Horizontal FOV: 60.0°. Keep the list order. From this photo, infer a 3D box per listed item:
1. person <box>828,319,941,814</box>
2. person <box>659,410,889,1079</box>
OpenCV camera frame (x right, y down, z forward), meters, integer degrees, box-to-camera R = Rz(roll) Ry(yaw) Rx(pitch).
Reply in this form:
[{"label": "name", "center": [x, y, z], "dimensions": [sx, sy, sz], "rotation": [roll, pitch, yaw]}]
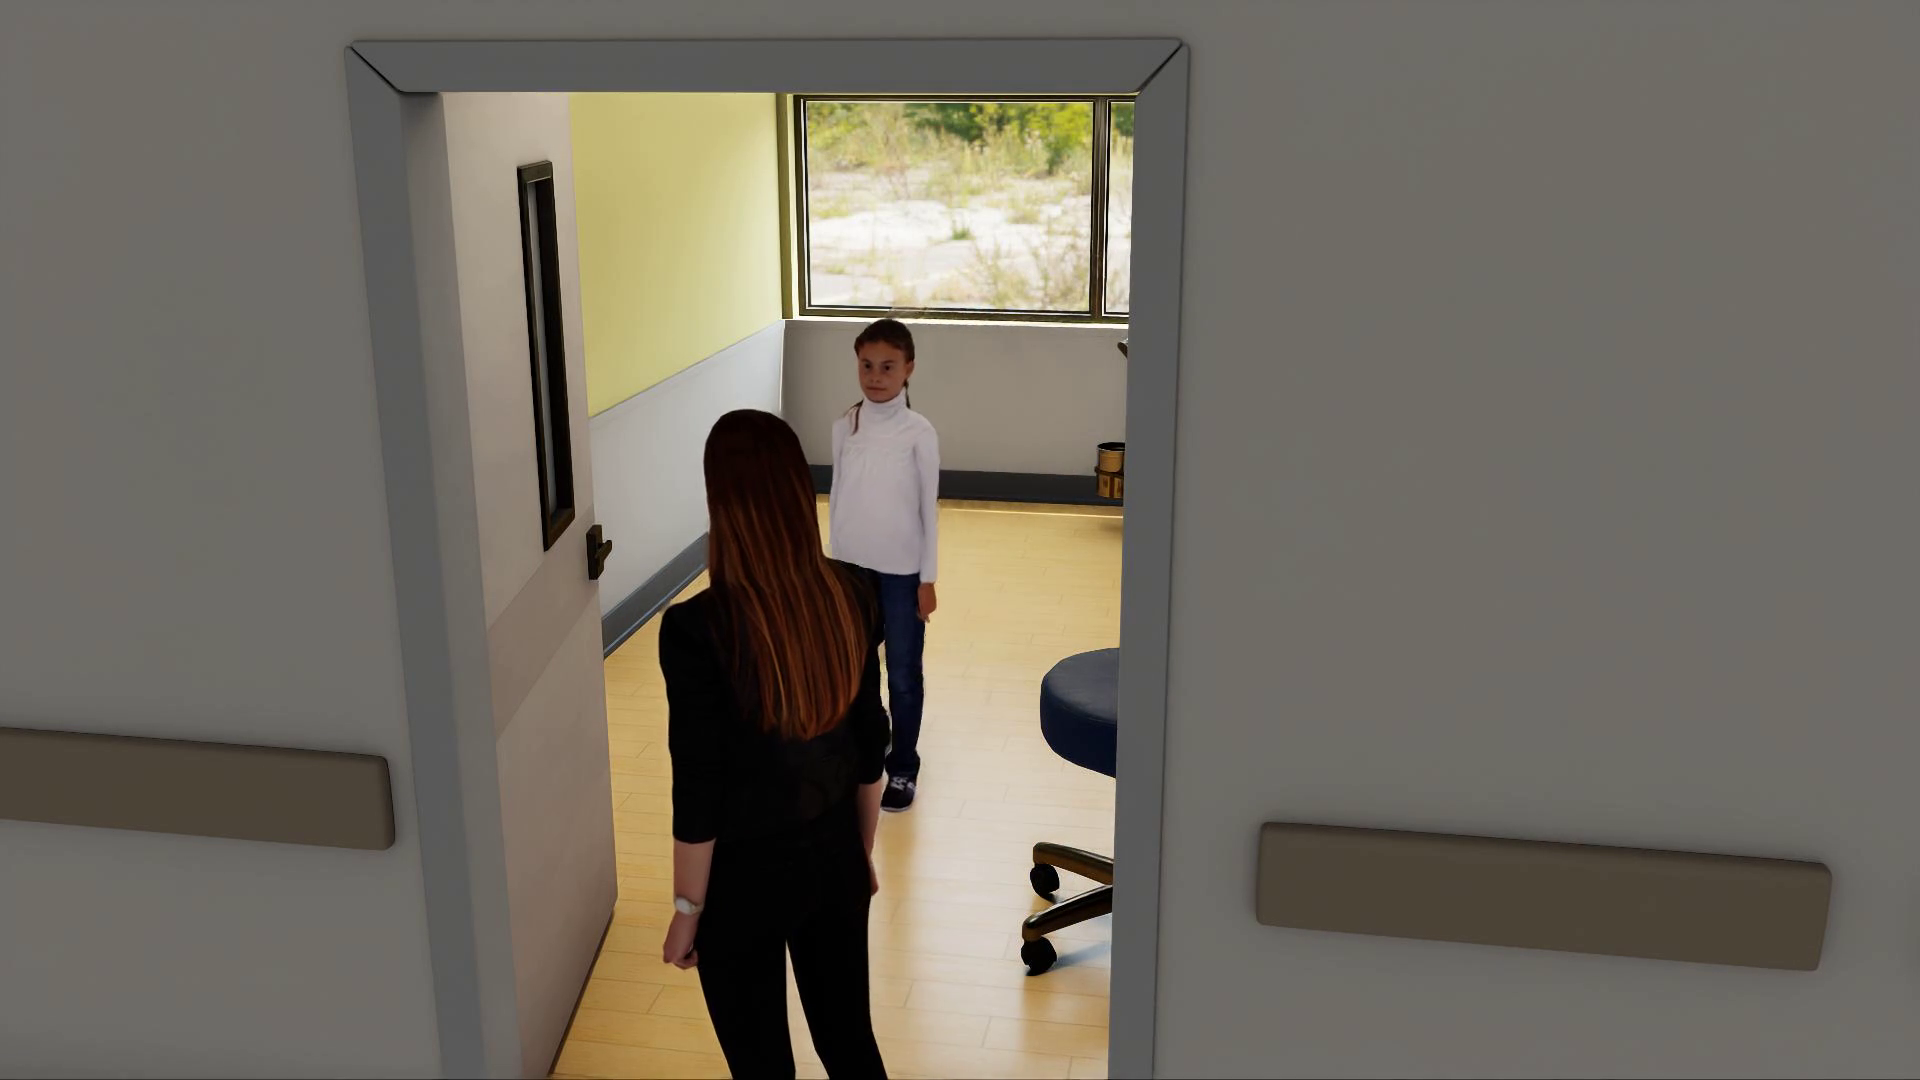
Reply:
[{"label": "person", "center": [-0.207, 0.115, 5.215], "dimensions": [0.550, 1.455, 0.624], "rotation": [5, 16, 17]}, {"label": "person", "center": [-0.313, 0.609, 3.000], "dimensions": [0.679, 1.707, 0.729], "rotation": [-12, 20, -36]}]
